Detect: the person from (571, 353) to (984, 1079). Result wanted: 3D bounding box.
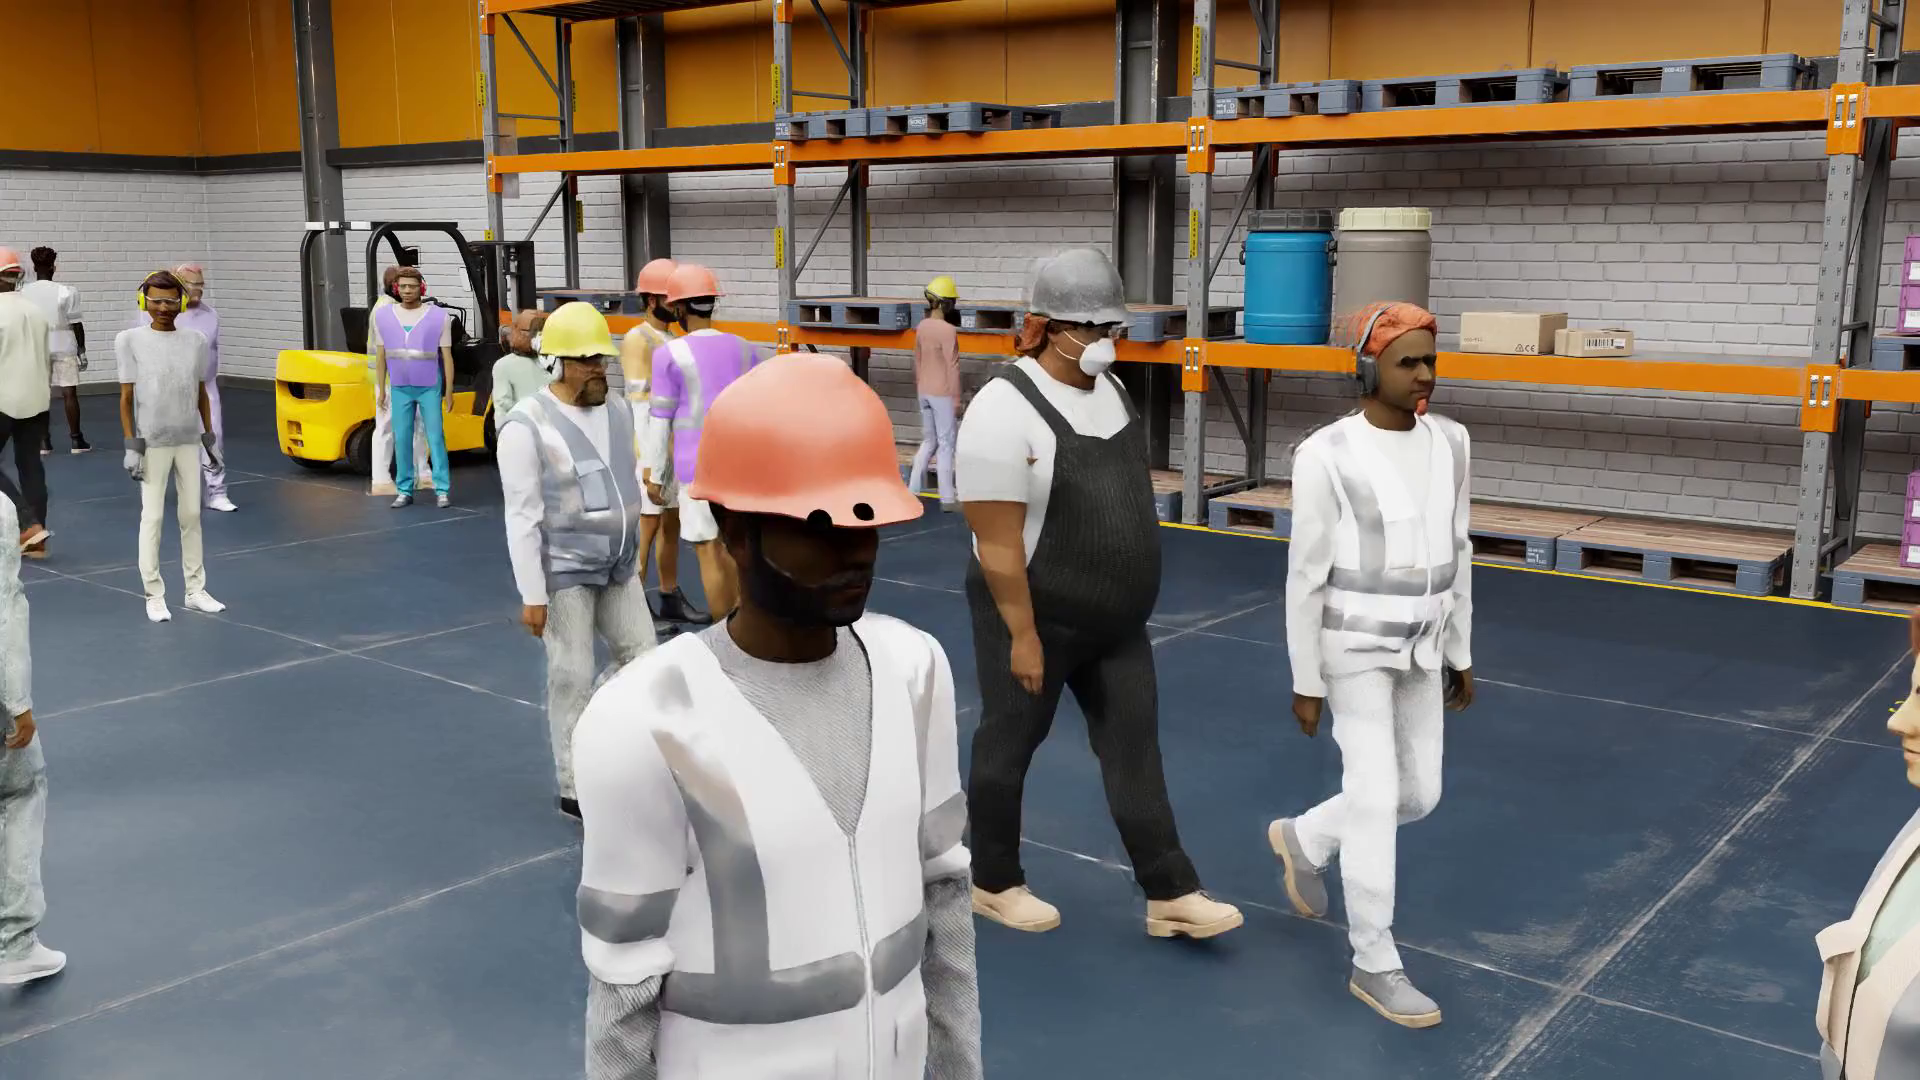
[{"bbox_3d":[-0.245,0.697,2.184,0.558,1.905,0.937,-10,14,-43],"label":"person"}]

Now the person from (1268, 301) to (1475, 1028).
[{"bbox_3d":[1.076,0.297,4.464,0.580,1.869,0.684,-6,12,-30],"label":"person"}]

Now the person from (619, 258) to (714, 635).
[{"bbox_3d":[-1.527,-0.477,8.581,0.375,1.934,0.553,2,10,11],"label":"person"}]

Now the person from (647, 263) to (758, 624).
[{"bbox_3d":[-1.212,-0.344,7.904,0.555,1.912,0.472,-10,14,-44],"label":"person"}]

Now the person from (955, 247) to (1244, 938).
[{"bbox_3d":[0.378,0.175,4.661,0.930,2.000,0.696,10,14,43],"label":"person"}]

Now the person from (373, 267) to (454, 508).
[{"bbox_3d":[-4.096,-1.133,12.538,0.574,1.829,0.421,0,10,-1],"label":"person"}]

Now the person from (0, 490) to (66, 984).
[{"bbox_3d":[-2.644,0.386,4.354,0.503,1.725,0.542,-1,10,-7],"label":"person"}]

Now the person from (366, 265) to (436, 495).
[{"bbox_3d":[-4.378,-1.261,13.219,0.737,1.816,0.653,-3,11,-14],"label":"person"}]

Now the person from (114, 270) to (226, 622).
[{"bbox_3d":[-4.230,-0.506,8.931,0.329,1.865,0.518,9,13,40],"label":"person"}]

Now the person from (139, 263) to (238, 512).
[{"bbox_3d":[-5.878,-1.154,12.540,0.980,1.862,0.650,8,13,38],"label":"person"}]

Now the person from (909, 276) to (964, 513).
[{"bbox_3d":[-0.156,-1.068,12.354,0.391,1.777,0.528,-6,12,-30],"label":"person"}]

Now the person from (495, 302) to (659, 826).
[{"bbox_3d":[-1.289,0.096,5.711,0.421,1.817,0.624,6,12,31],"label":"person"}]

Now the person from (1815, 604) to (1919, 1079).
[{"bbox_3d":[1.151,0.866,1.941,0.307,1.642,0.514,3,11,14],"label":"person"}]

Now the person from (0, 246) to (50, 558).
[{"bbox_3d":[-5.981,-0.850,10.499,0.429,1.981,0.657,2,10,11],"label":"person"}]

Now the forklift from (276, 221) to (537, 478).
[{"bbox_3d":[-4.922,-1.741,14.854,1.214,2.155,2.313,8,13,38],"label":"forklift"}]

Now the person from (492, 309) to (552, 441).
[{"bbox_3d":[-2.504,-0.561,9.933,0.530,1.609,0.683,-8,13,-36],"label":"person"}]

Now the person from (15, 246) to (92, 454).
[{"bbox_3d":[-8.604,-1.792,15.764,0.607,1.966,0.367,-3,11,-16],"label":"person"}]
